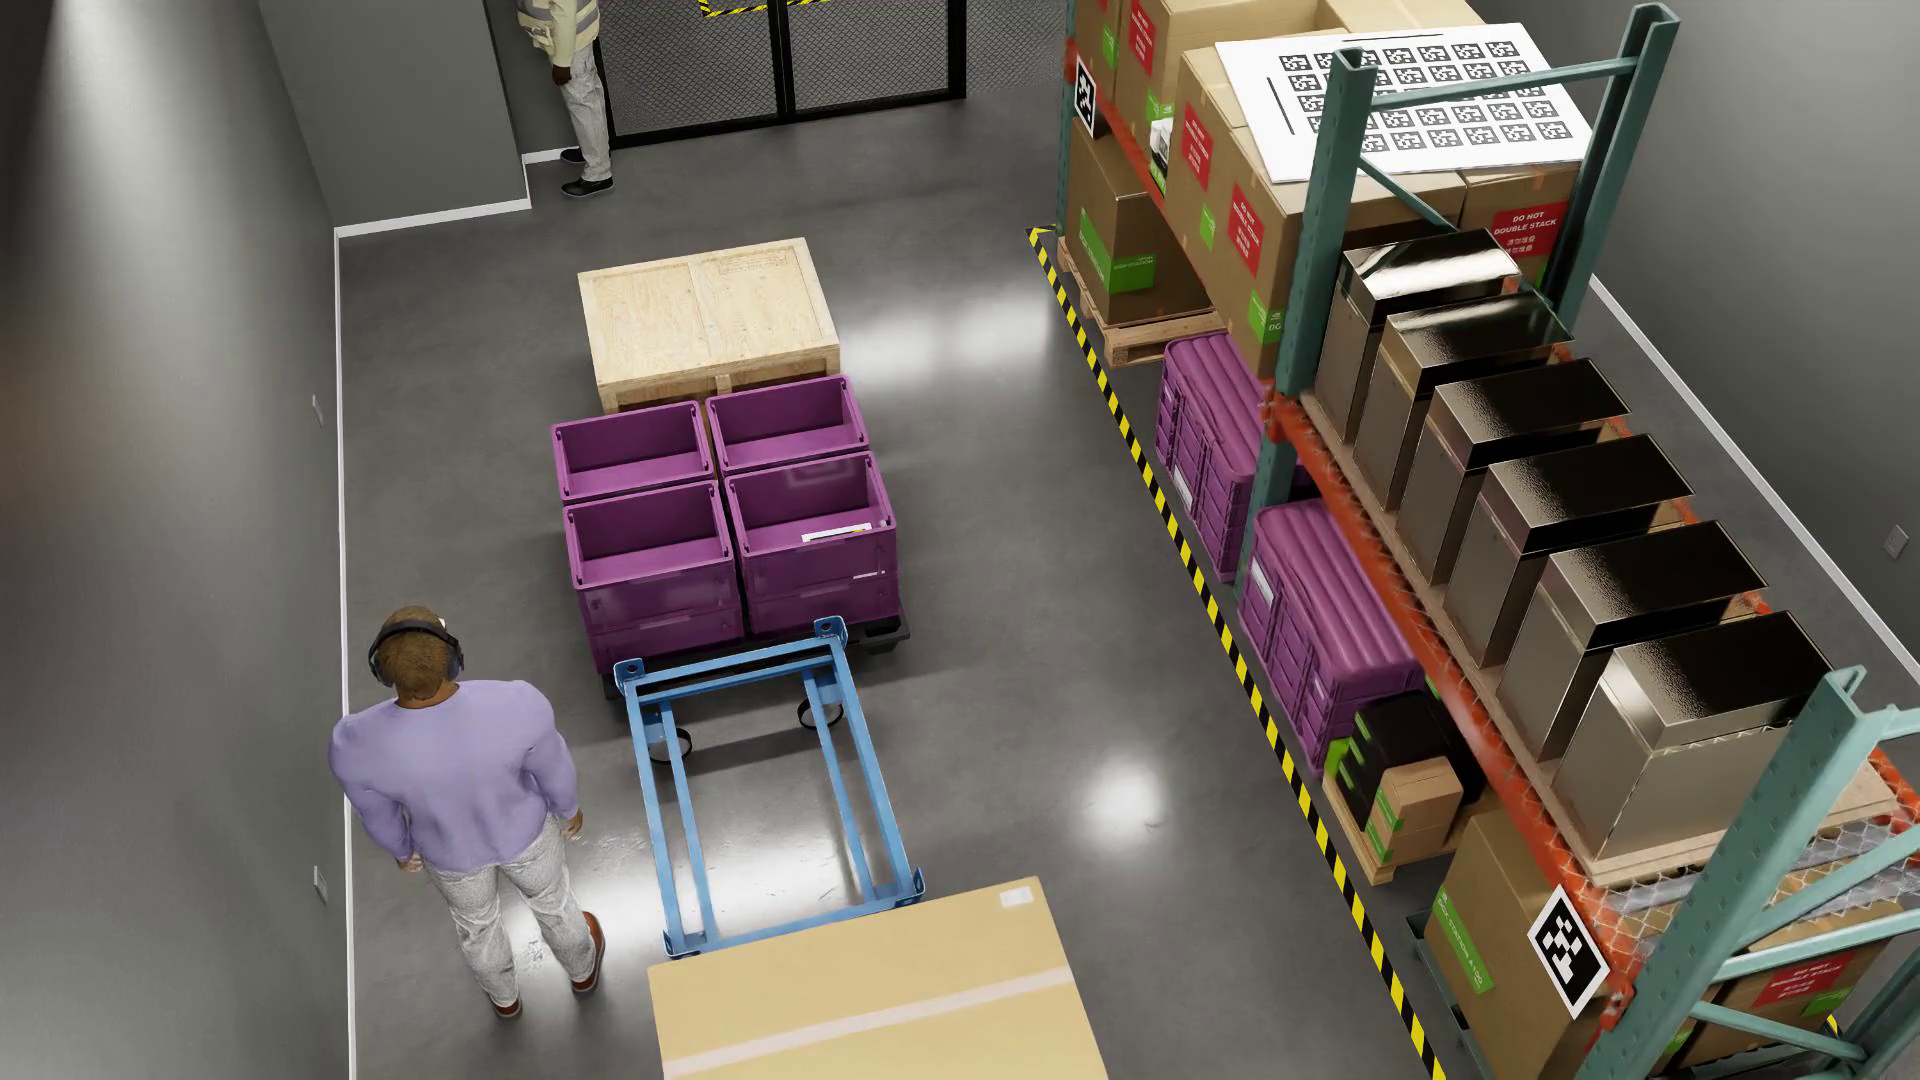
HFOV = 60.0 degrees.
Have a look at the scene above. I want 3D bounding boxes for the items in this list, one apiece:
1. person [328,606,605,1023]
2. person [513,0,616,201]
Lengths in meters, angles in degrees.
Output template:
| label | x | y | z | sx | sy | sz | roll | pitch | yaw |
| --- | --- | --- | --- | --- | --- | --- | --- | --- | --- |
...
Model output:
| label | x | y | z | sx | sy | sz | roll | pitch | yaw |
| --- | --- | --- | --- | --- | --- | --- | --- | --- | --- |
| person | -1.461 | 0.874 | 5.084 | 0.631 | 1.940 | 0.372 | -13 | 49 | -12 |
| person | -1.992 | -2.562 | 8.311 | 0.403 | 1.833 | 0.586 | -5 | 48 | -5 |
